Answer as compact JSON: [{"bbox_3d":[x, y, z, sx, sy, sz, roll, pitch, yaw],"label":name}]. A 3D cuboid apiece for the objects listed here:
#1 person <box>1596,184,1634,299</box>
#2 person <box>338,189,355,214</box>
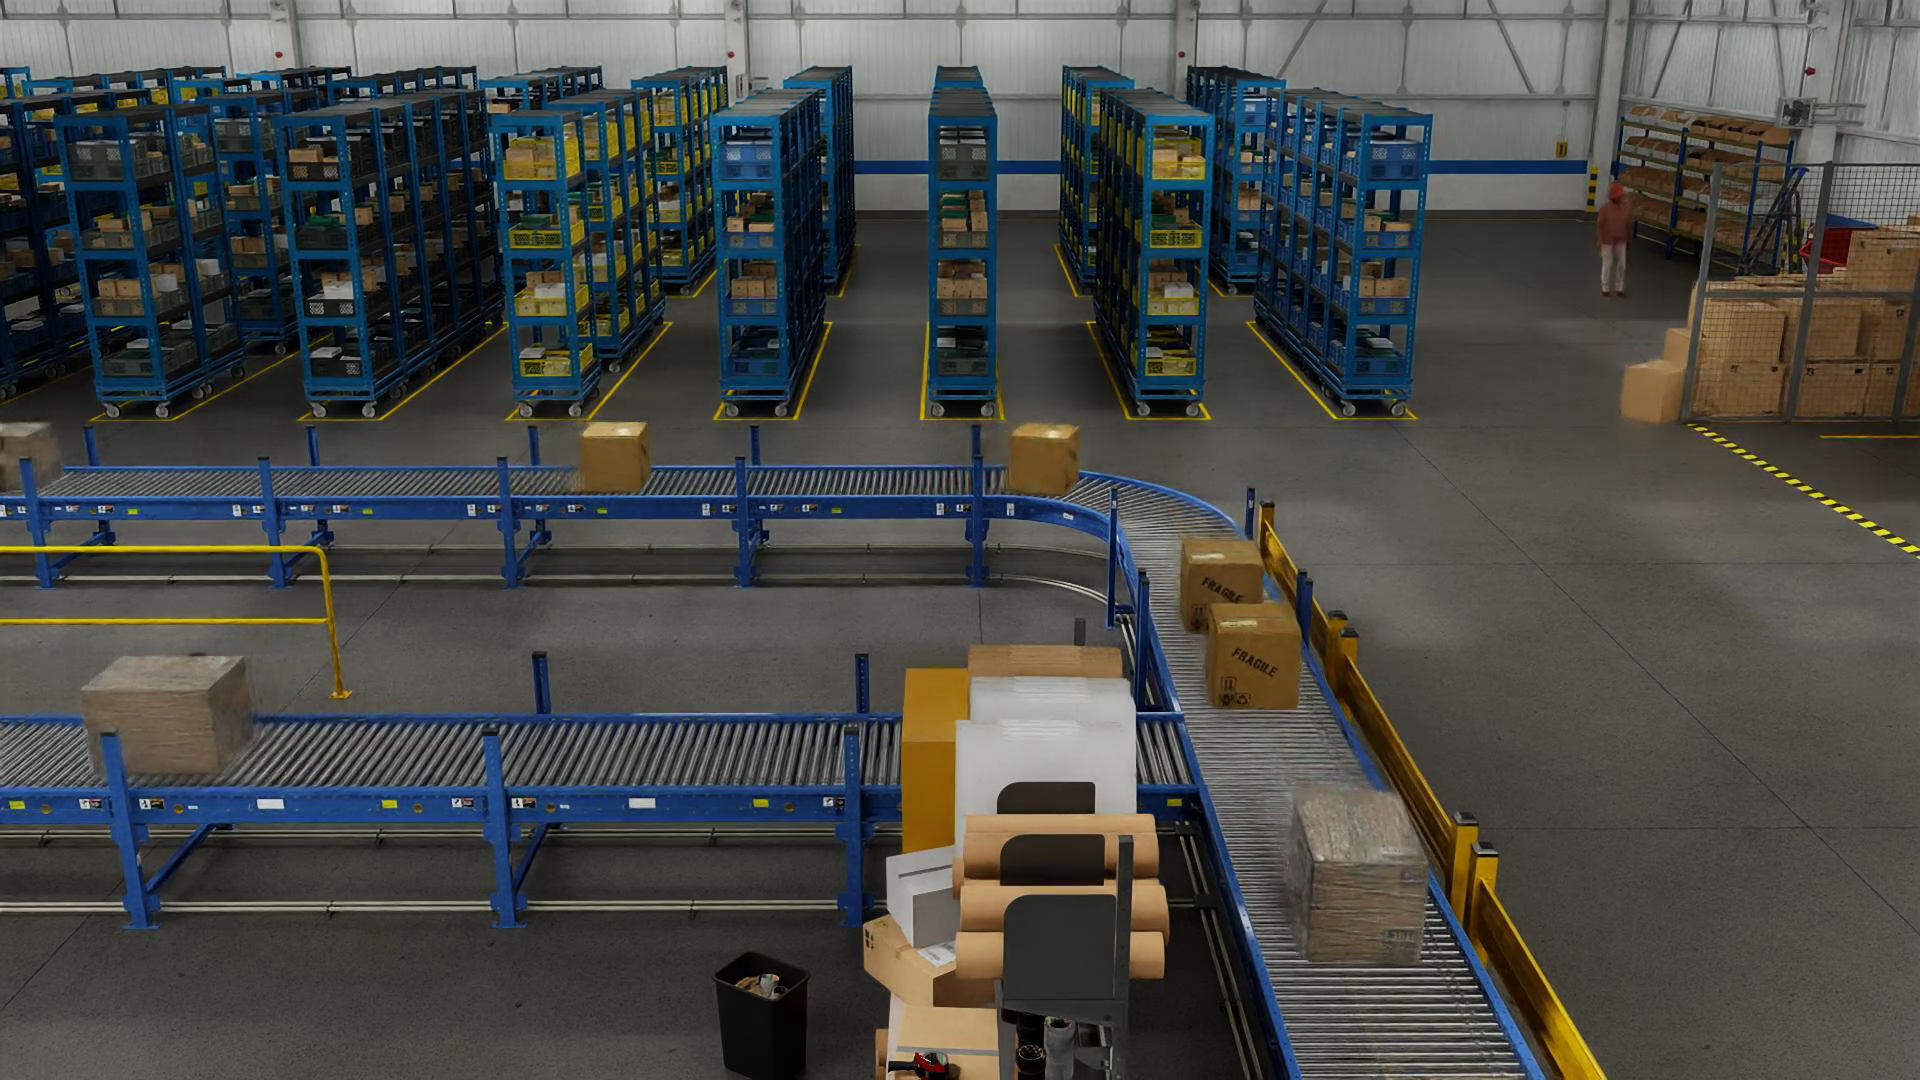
[{"bbox_3d":[10.959,-5.003,27.908,0.648,1.940,0.608,1,18,2],"label":"person"},{"bbox_3d":[-11.257,-5.866,30.733,0.404,1.836,0.599,-7,19,-21],"label":"person"}]
